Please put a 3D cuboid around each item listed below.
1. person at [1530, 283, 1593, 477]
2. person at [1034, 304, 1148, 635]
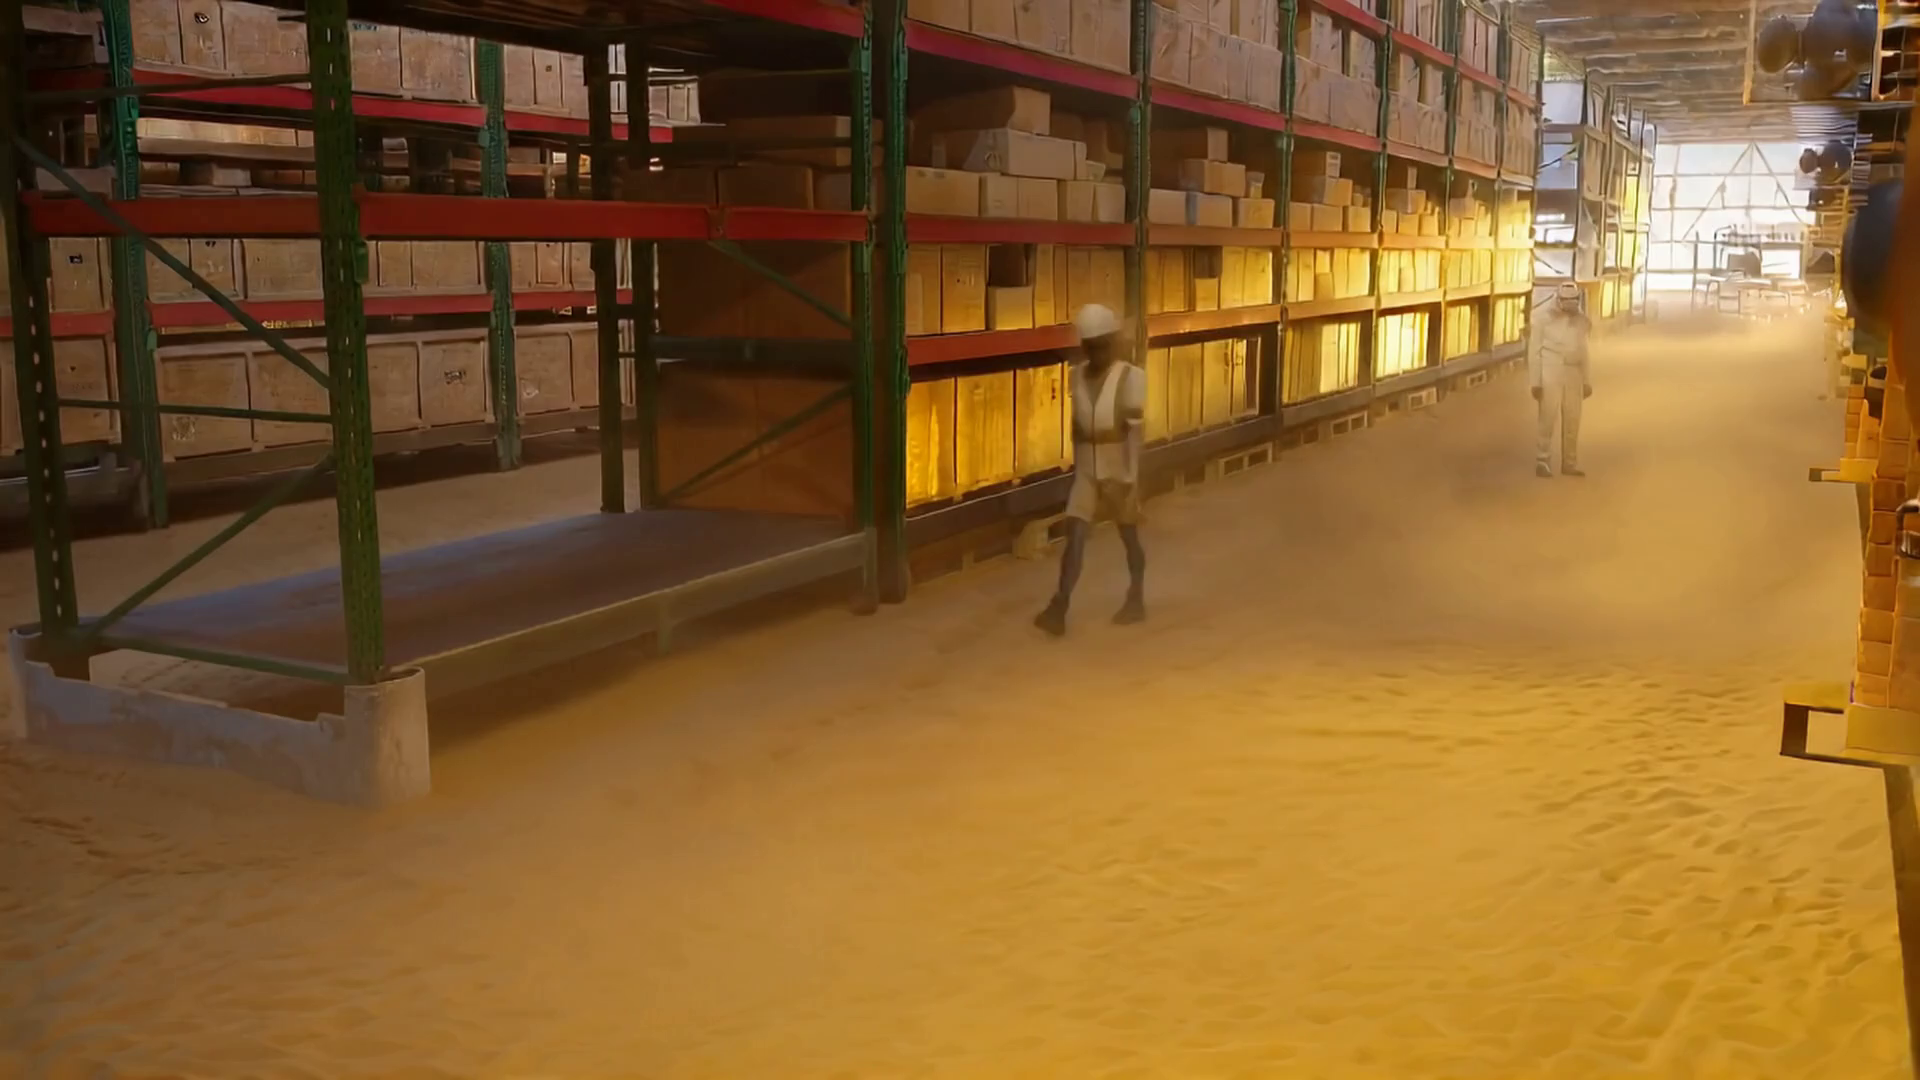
[{"bbox_3d":[5.859,-1.549,16.184,0.653,1.894,0.400,-2,10,-13],"label":"person"},{"bbox_3d":[0.801,-0.393,9.500,0.556,1.879,0.975,7,12,33],"label":"person"}]
